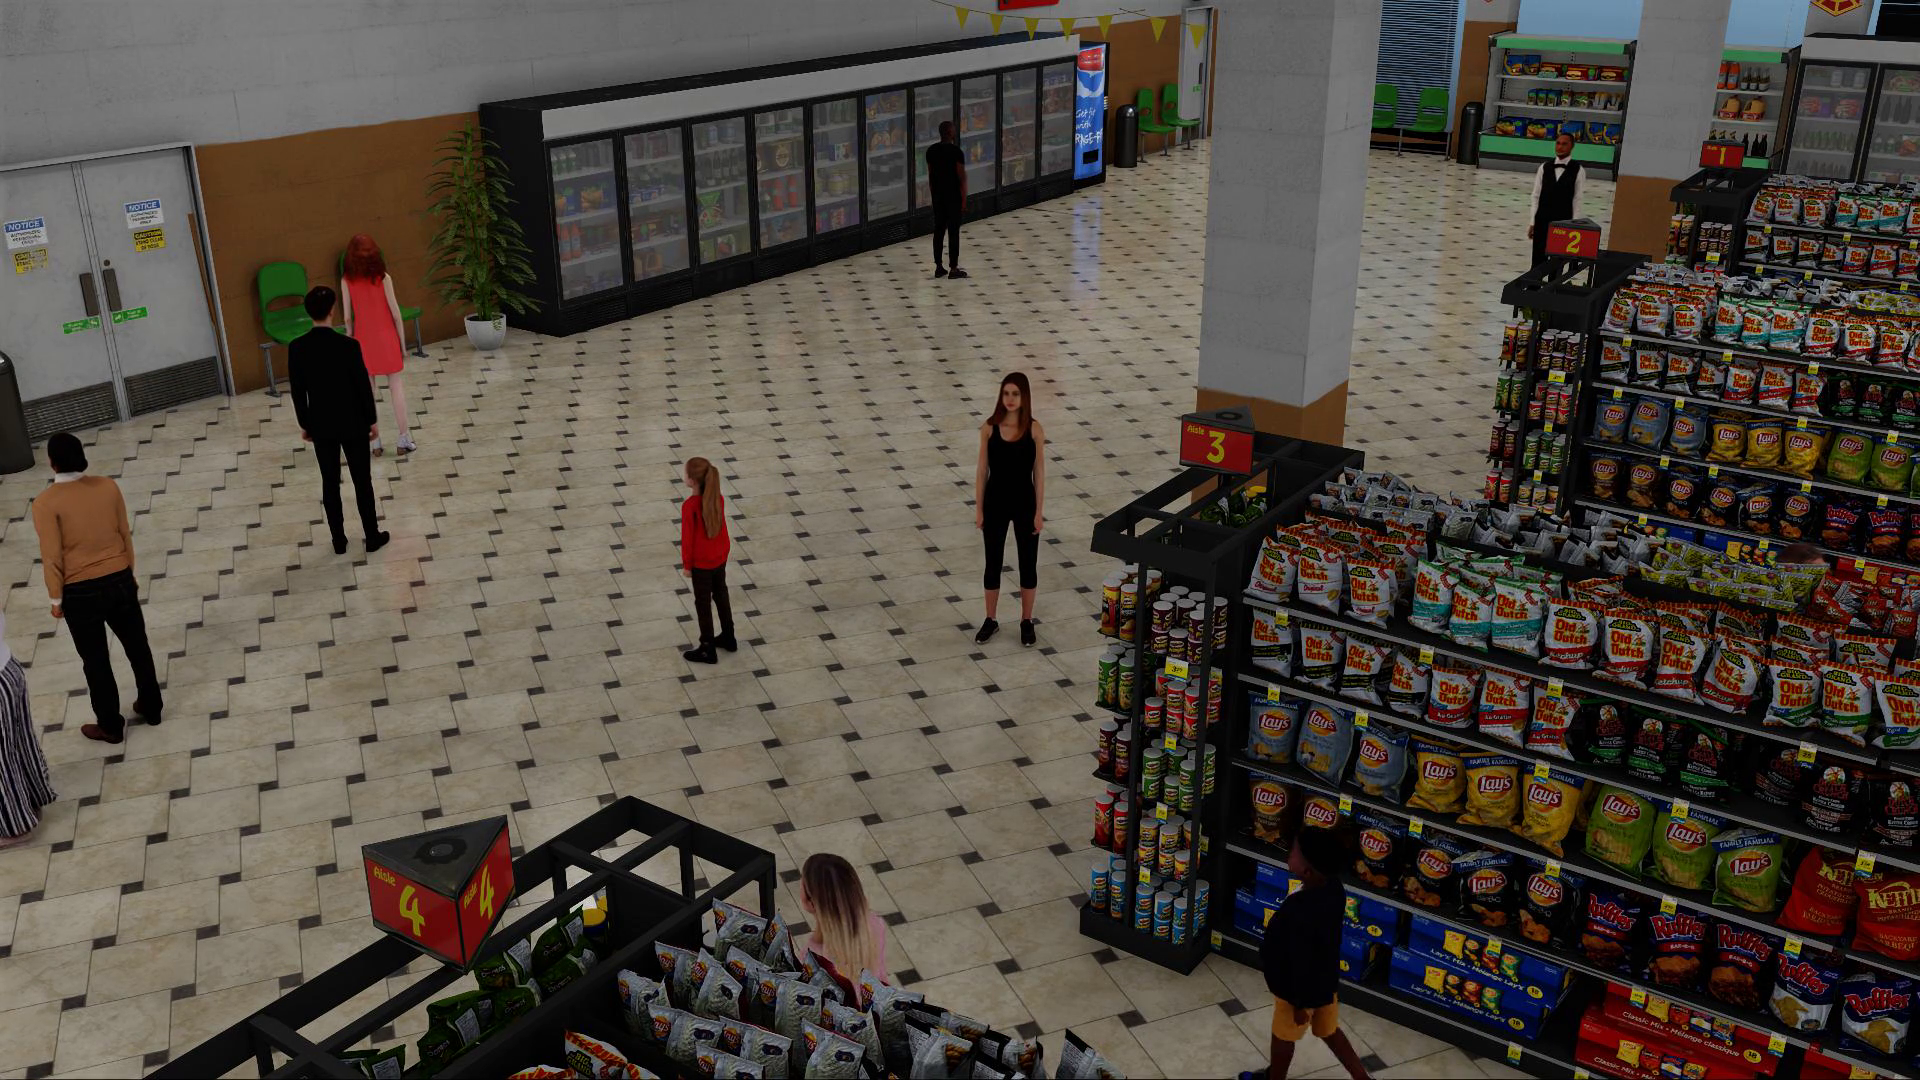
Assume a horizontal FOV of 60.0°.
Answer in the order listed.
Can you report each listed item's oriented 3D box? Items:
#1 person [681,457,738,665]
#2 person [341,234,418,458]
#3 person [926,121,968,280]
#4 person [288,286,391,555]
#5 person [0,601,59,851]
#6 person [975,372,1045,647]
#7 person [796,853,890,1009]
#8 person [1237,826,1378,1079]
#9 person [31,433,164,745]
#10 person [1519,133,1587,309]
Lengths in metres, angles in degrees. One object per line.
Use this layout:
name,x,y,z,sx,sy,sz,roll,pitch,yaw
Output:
person,-1.525,0.111,10.024,0.492,1.280,0.496,12,25,28
person,-4.730,-1.575,13.486,0.646,1.828,0.731,-1,22,-3
person,-0.153,-3.987,19.498,0.501,1.820,0.727,13,25,30
person,-4.313,-0.821,11.520,0.772,1.894,0.847,-2,22,-5
person,-4.732,0.689,8.048,0.839,1.680,0.780,-4,22,-9
person,0.318,-0.195,10.186,0.581,1.726,0.702,4,22,9
person,-0.338,1.773,5.359,0.884,1.675,0.605,15,26,33
person,1.366,1.642,6.243,0.810,1.259,0.532,16,27,34
person,-4.690,0.254,9.032,0.575,1.754,0.641,14,26,31
person,6.442,-3.442,18.011,0.502,1.918,0.736,15,26,32
